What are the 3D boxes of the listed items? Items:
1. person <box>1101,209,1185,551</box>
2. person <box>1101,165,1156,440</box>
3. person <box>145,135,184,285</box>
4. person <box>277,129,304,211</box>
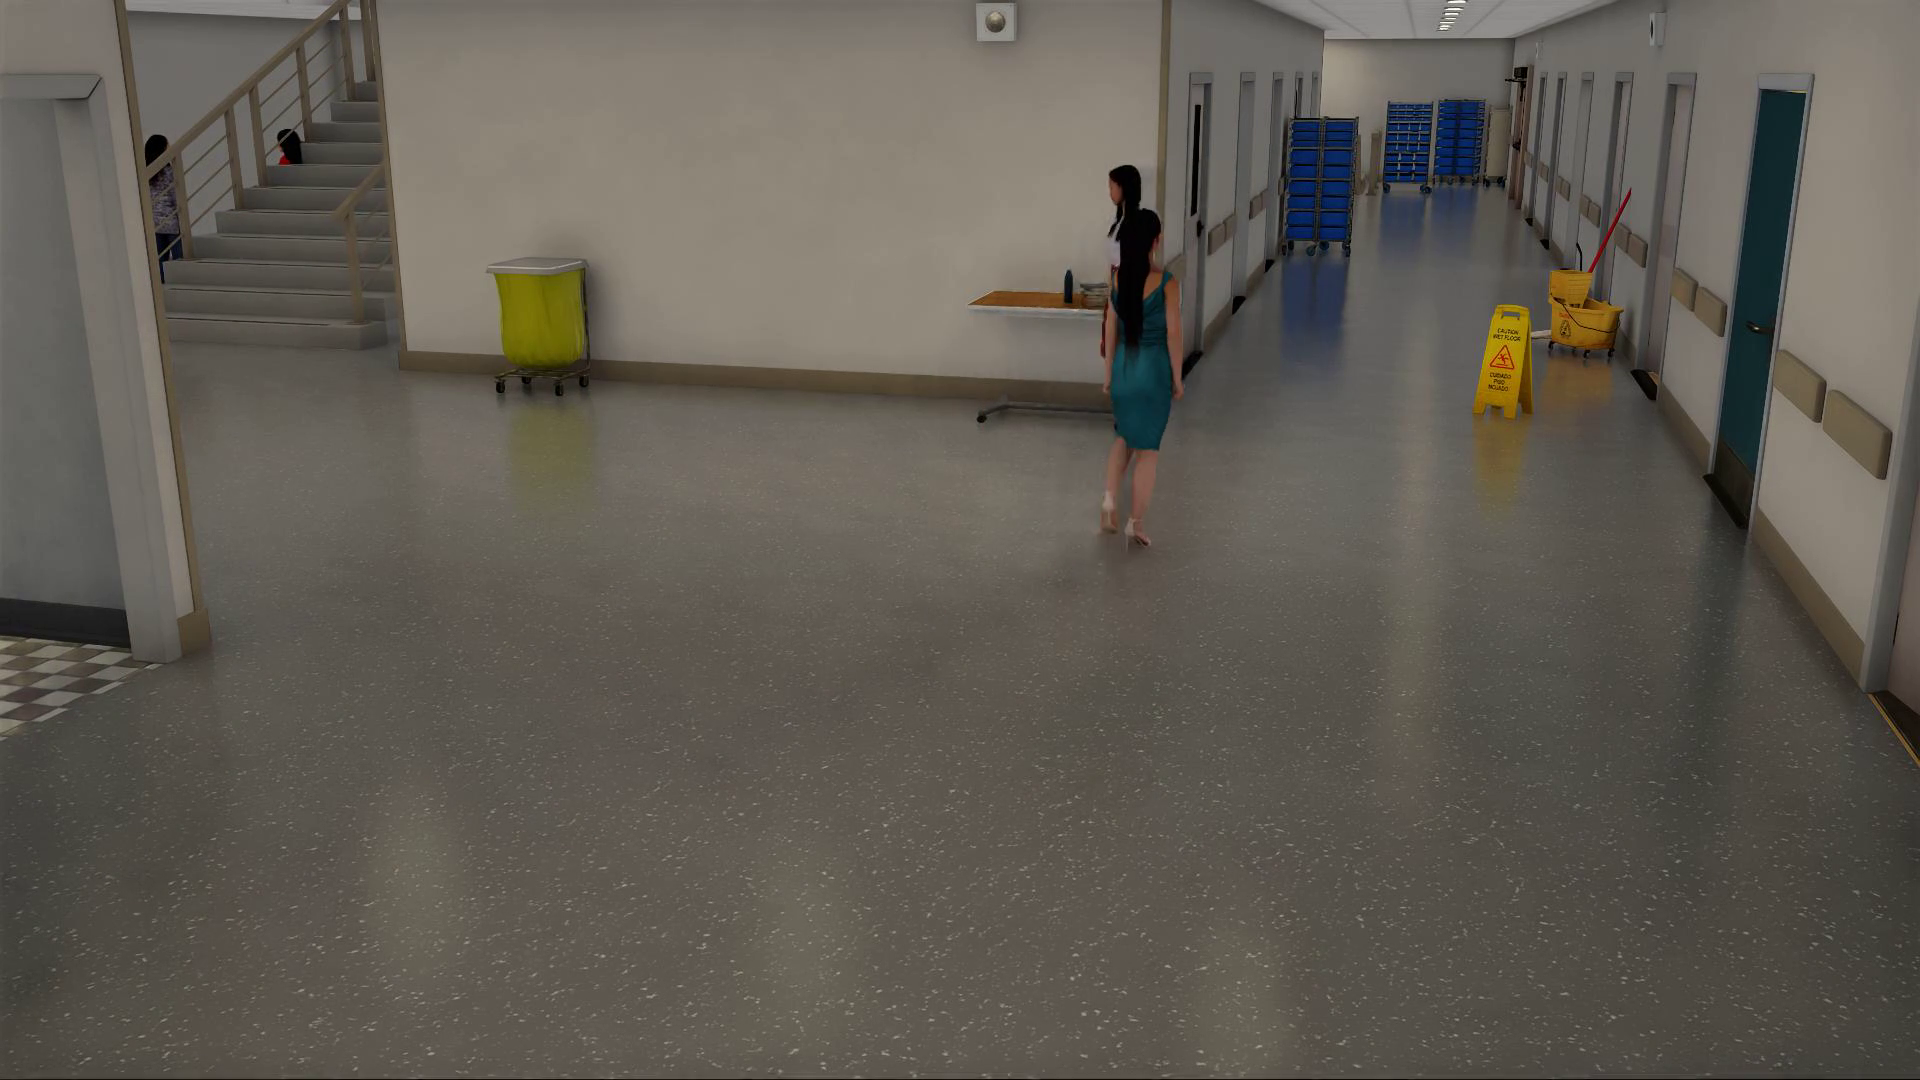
[{"bbox_3d":[0.846,-0.744,8.079,0.656,1.678,0.731,11,19,33],"label":"person"},{"bbox_3d":[1.150,-1.523,10.730,0.877,1.738,0.818,-8,18,-27],"label":"person"},{"bbox_3d":[-7.741,-3.071,16.234,0.644,1.732,0.551,6,17,21],"label":"person"},{"bbox_3d":[-6.902,-3.391,17.338,0.694,1.747,0.564,2,16,9],"label":"person"}]
